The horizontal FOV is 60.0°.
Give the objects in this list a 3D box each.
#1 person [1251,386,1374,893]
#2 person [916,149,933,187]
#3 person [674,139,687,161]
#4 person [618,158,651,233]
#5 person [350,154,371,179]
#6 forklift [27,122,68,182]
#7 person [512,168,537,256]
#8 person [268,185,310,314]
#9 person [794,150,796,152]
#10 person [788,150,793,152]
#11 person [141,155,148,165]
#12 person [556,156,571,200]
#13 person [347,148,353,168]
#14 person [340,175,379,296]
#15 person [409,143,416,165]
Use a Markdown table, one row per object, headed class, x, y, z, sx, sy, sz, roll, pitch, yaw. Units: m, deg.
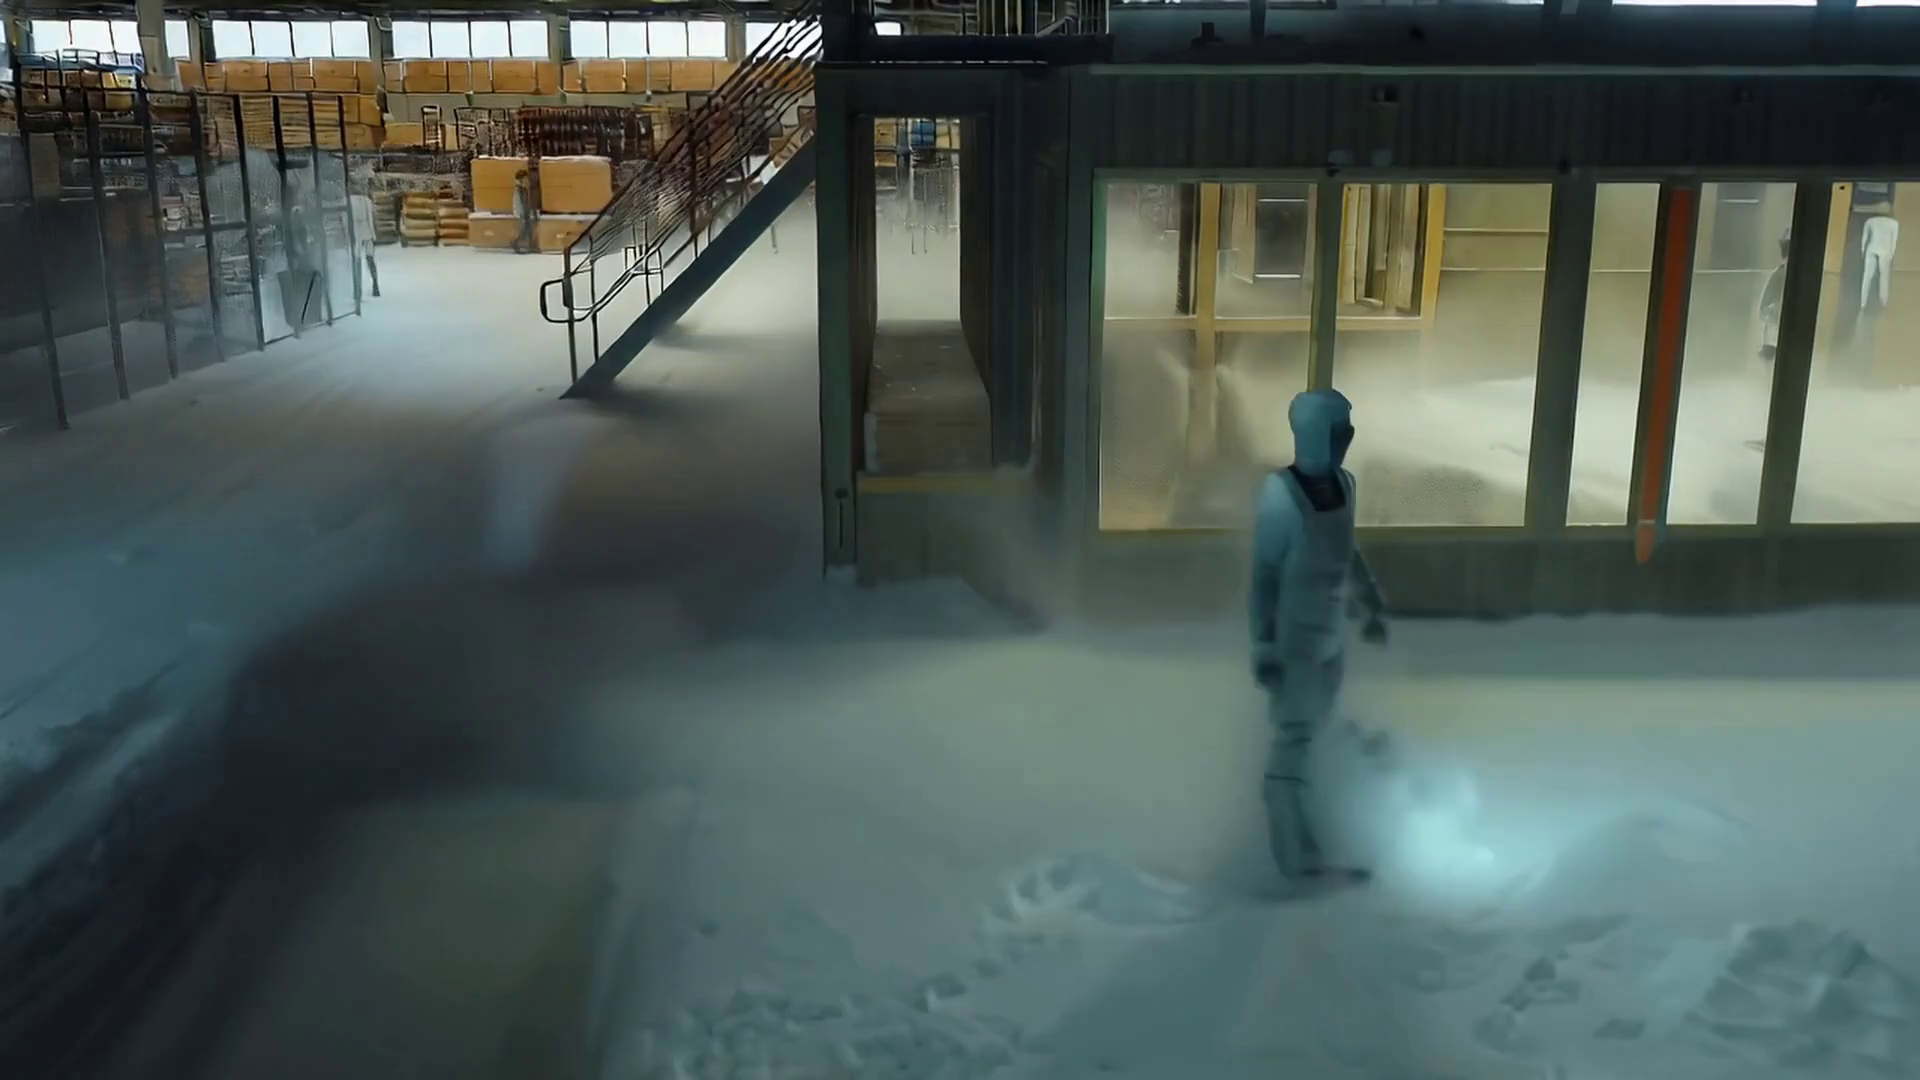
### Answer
| class | x | y | z | sx | sy | sz | roll | pitch | yaw |
| --- | --- | --- | --- | --- | --- | --- | --- | --- | --- |
| person | 1.296 | 0.346 | 6.087 | 0.416 | 1.846 | 0.510 | 13 | 19 | 42 |
| person | -1.528 | -16.267 | 72.650 | 0.779 | 1.735 | 0.532 | 4 | 14 | 14 |
| person | -13.356 | -18.103 | 79.404 | 0.627 | 2.033 | 0.491 | -1 | 14 | -3 |
| person | -8.340 | -8.737 | 42.246 | 0.885 | 1.908 | 0.547 | 0 | 14 | -1 |
| person | -15.625 | -9.032 | 43.289 | 0.659 | 1.956 | 0.966 | 7 | 16 | 26 |
| forklift | -35.376 | -14.773 | 64.377 | 1.129 | 2.768 | 1.873 | -1 | 14 | -2 |
| person | -9.196 | -6.907 | 35.077 | 0.414 | 1.822 | 0.614 | 1 | 14 | 3 |
| person | -9.777 | -4.208 | 24.157 | 0.832 | 1.886 | 0.626 | -12 | 18 | -40 |
| person | -8.302 | -19.363 | 84.525 | 0.382 | 1.993 | 0.609 | -6 | 15 | -24 |
| person | -8.595 | -19.484 | 85.396 | 0.959 | 1.796 | 0.583 | -2 | 14 | -8 |
| person | -40.540 | -18.932 | 82.910 | 0.401 | 1.940 | 0.604 | 11 | 18 | 37 |
| person | -14.055 | -12.785 | 58.962 | 0.507 | 1.632 | 0.274 | -5 | 15 | -18 |
| person | -24.727 | -14.980 | 67.424 | 0.932 | 1.777 | 0.624 | -2 | 14 | -8 |
| person | -9.722 | -4.929 | 26.949 | 0.552 | 1.932 | 0.377 | -8 | 16 | -29 |
| person | -30.569 | -21.231 | 92.555 | 0.851 | 1.718 | 0.566 | -5 | 15 | -19 |
